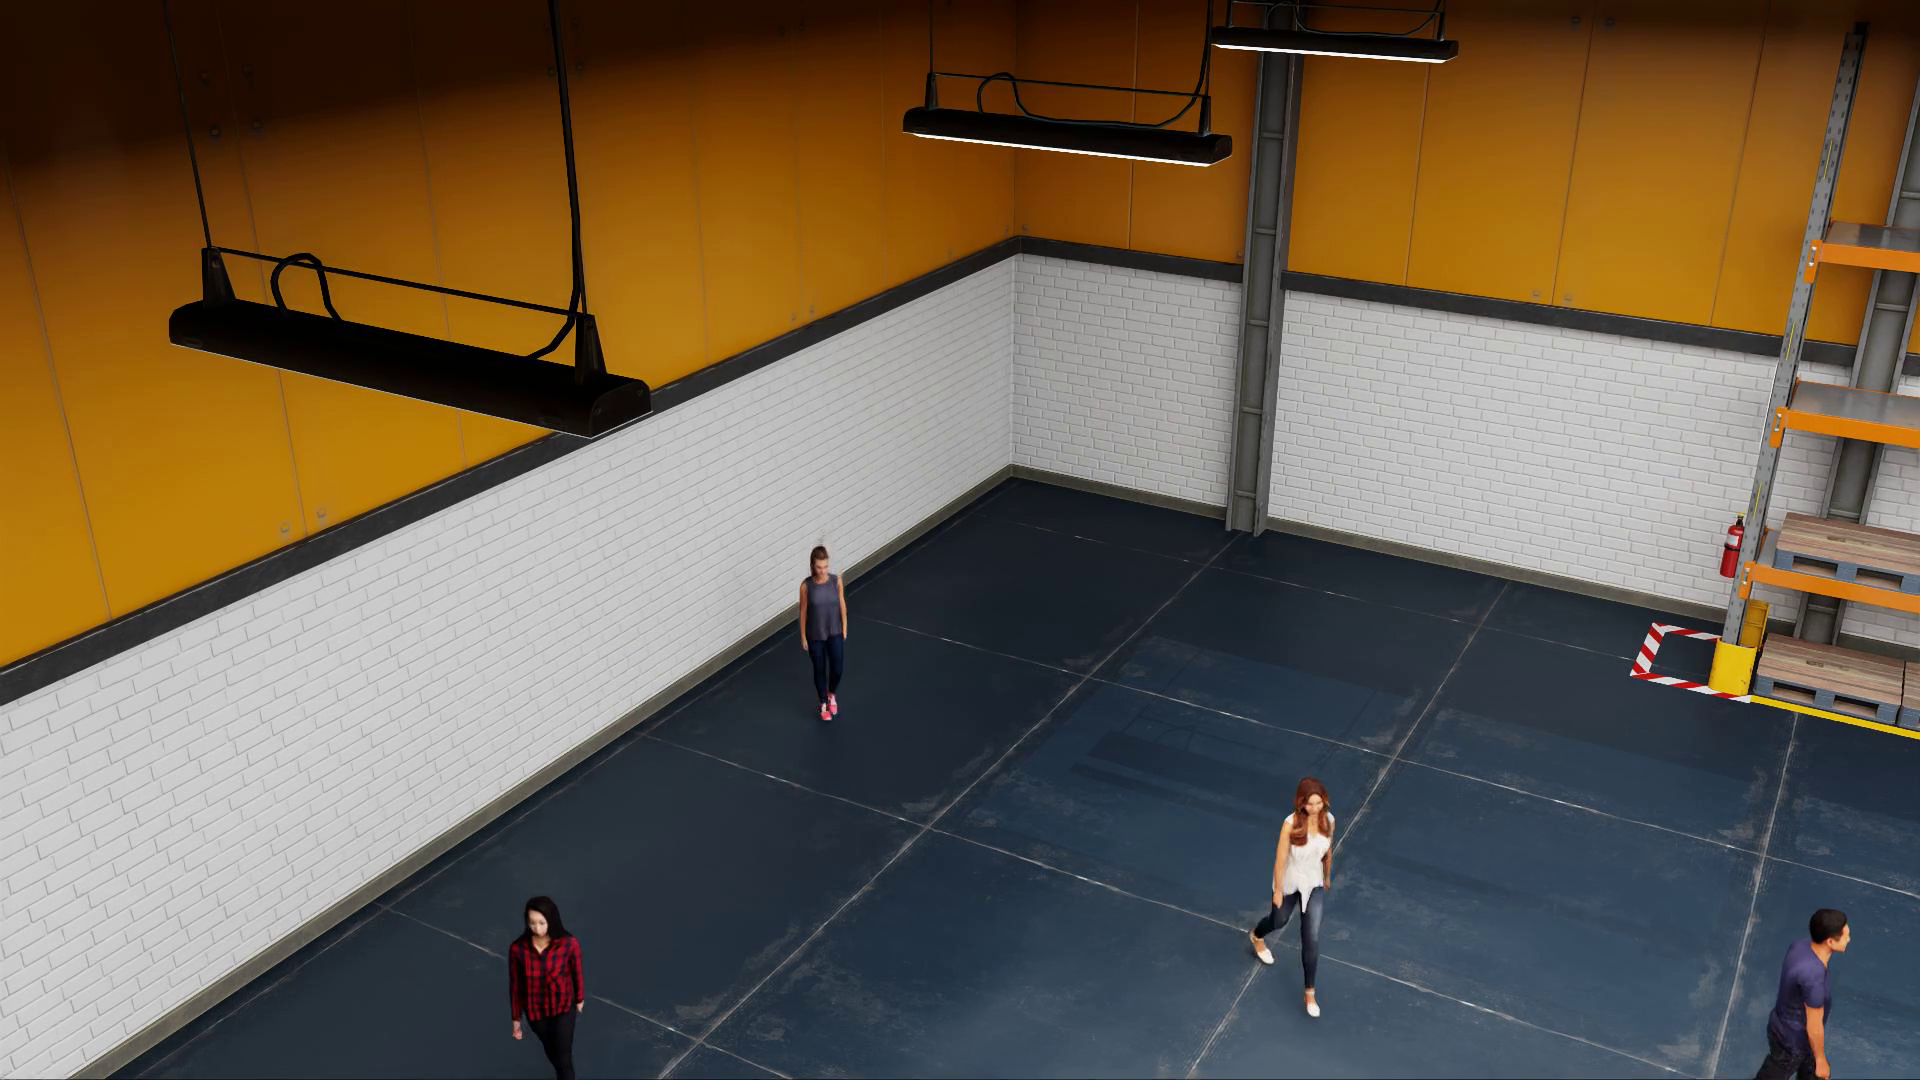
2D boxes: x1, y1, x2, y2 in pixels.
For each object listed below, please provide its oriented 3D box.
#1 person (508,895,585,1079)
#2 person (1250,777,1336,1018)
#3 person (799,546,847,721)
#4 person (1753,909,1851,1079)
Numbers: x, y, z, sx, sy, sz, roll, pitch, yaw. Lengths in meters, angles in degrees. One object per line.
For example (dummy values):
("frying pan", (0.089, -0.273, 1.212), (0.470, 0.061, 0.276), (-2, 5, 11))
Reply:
("person", (-2.574, 2.878, 10.438), (0.982, 1.629, 0.960), (-1, 24, -2))
("person", (2.291, 2.339, 11.521), (1.110, 1.748, 1.175), (-8, 25, -17))
("person", (-1.247, 0.816, 15.048), (0.711, 1.714, 0.774), (-5, 24, -12))
("person", (4.936, 2.971, 10.053), (0.966, 1.766, 0.694), (11, 26, 23))
